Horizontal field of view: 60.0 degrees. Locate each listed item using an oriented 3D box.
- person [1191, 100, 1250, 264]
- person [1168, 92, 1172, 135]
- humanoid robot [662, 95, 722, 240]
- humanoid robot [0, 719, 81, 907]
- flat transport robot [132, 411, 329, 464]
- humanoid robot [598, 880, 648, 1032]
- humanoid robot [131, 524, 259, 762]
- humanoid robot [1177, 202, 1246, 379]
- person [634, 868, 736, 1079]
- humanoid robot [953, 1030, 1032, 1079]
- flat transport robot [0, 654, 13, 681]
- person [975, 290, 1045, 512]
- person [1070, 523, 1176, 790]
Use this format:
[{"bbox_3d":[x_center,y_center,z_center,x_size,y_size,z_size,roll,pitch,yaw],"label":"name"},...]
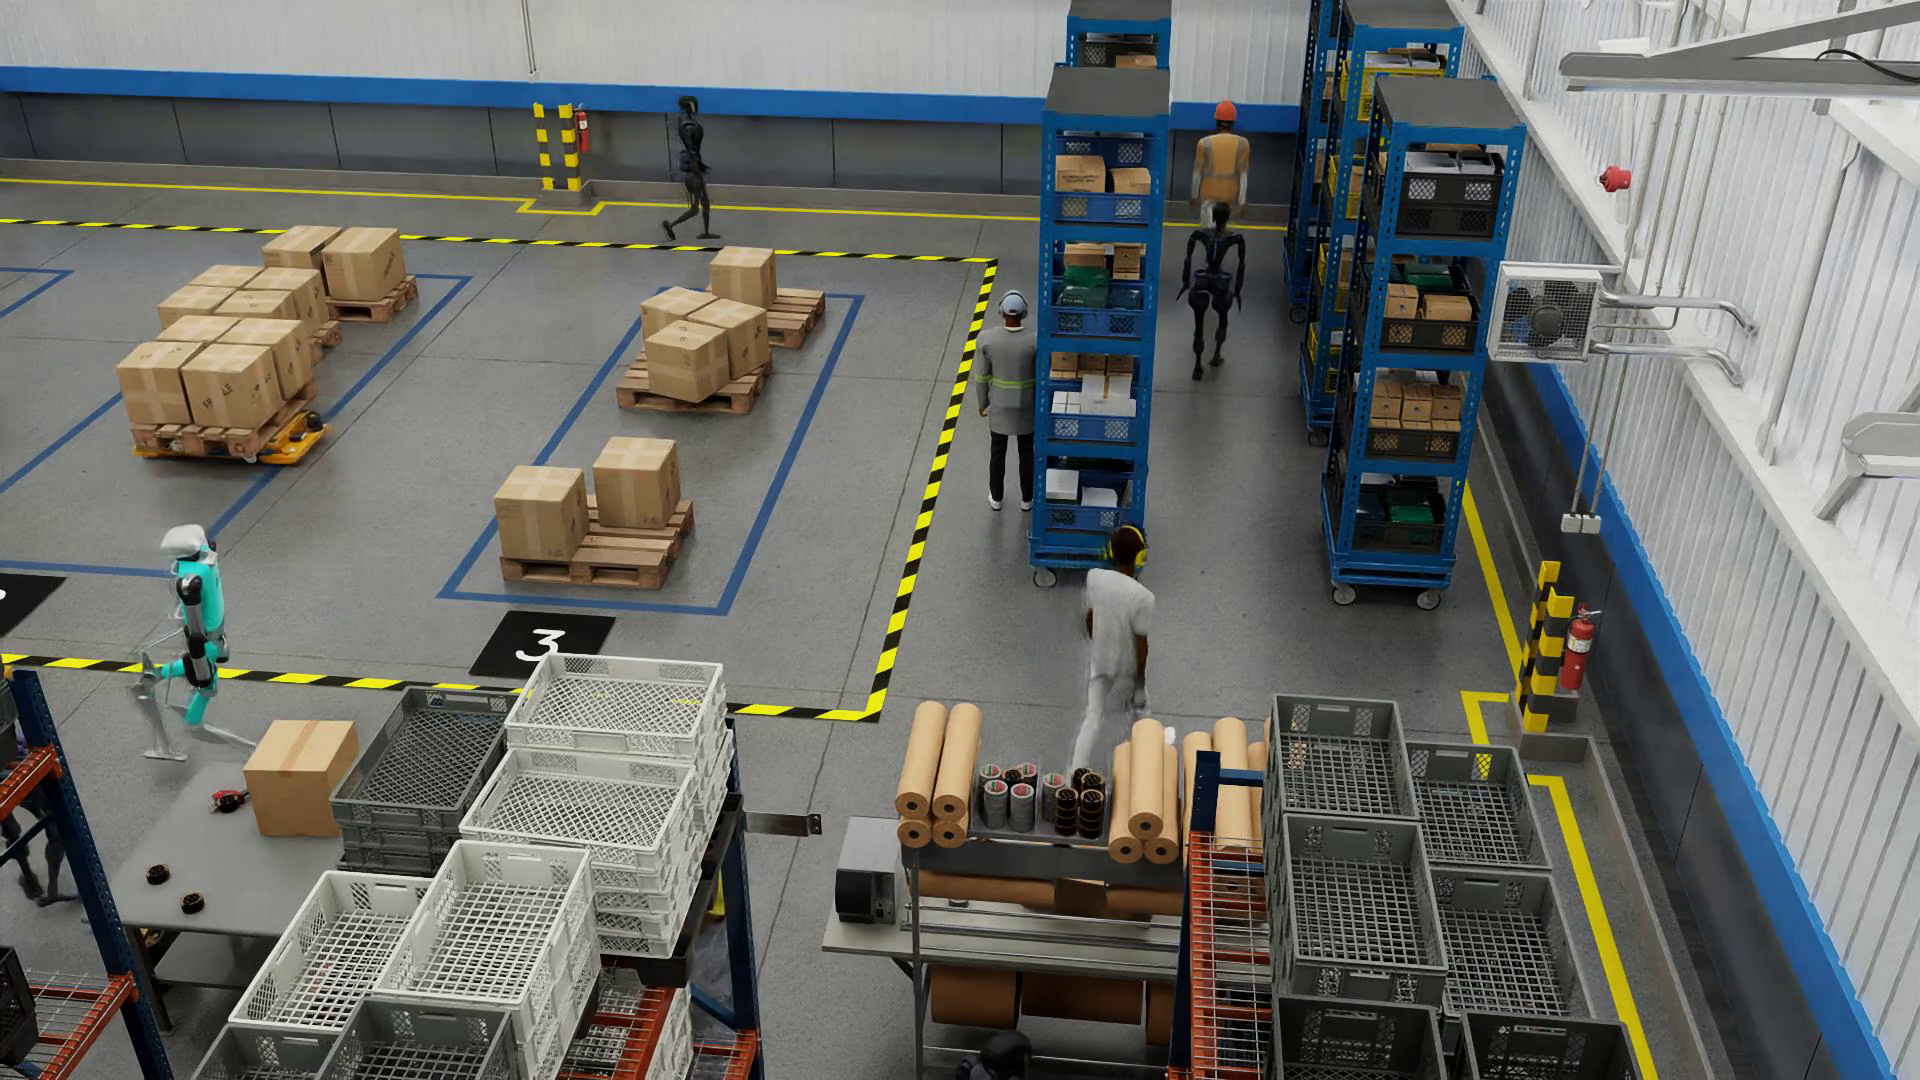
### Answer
[{"bbox_3d":[2.688,-3.595,17.241,0.553,1.890,1.004,-1,30,-1],"label":"person"},{"bbox_3d":[2.112,-4.392,18.649,0.562,1.846,0.393,-18,35,-28],"label":"person"},{"bbox_3d":[-3.003,-4.100,18.334,0.592,1.640,0.601,-2,30,-4],"label":"humanoid robot"},{"bbox_3d":[-5.236,1.293,9.058,0.614,1.648,0.463,2,30,3],"label":"humanoid robot"},{"bbox_3d":[-6.235,-0.916,14.220,1.431,0.197,0.652,3,30,6],"label":"flat transport robot"},{"bbox_3d":[-1.814,1.742,8.287,0.591,1.647,0.466,7,31,12],"label":"humanoid robot"},{"bbox_3d":[-4.736,0.728,10.022,1.058,1.766,0.544,-5,31,-9],"label":"humanoid robot"},{"bbox_3d":[2.300,-2.317,15.257,0.599,1.648,0.557,7,31,12],"label":"humanoid robot"},{"bbox_3d":[-1.201,2.153,7.530,0.571,1.711,0.513,-6,31,-11],"label":"person"},{"bbox_3d":[0.147,2.620,6.770,0.306,1.652,0.616,-24,38,-35],"label":"humanoid robot"},{"bbox_3d":[-7.142,0.969,11.010,1.431,0.231,0.659,3,30,6],"label":"flat transport robot"},{"bbox_3d":[0.416,-1.080,12.955,0.588,1.852,0.370,3,30,5],"label":"person"},{"bbox_3d":[0.964,0.719,9.910,0.525,1.799,1.003,22,37,33],"label":"person"}]
